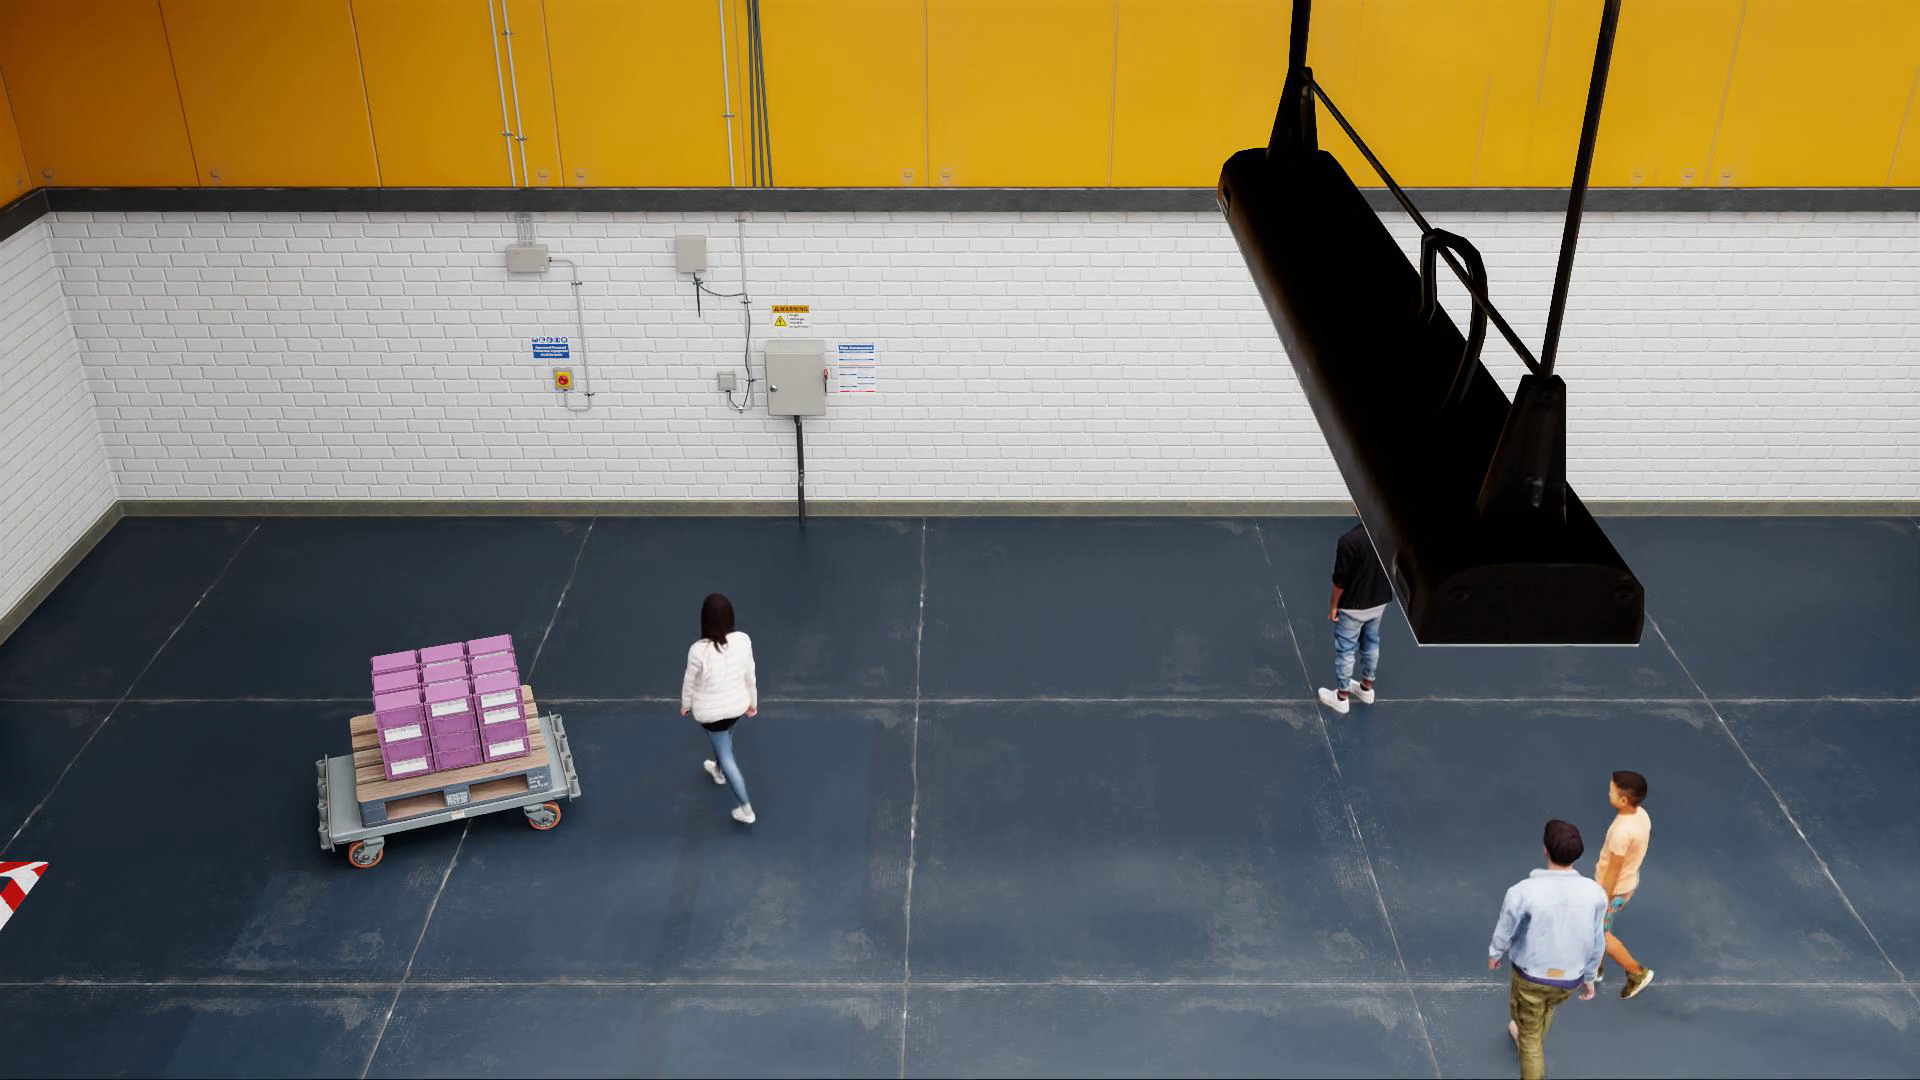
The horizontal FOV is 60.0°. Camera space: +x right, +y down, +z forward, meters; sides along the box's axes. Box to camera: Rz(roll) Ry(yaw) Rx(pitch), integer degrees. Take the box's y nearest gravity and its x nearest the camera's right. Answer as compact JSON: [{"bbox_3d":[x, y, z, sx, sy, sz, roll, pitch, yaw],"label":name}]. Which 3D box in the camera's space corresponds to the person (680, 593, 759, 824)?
[{"bbox_3d":[-1.546,1.136,10.980,1.010,1.604,1.135,-20,35,-32],"label":"person"}]

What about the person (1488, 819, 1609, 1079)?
[{"bbox_3d":[3.062,2.310,8.639,0.683,1.786,0.937,0,29,0],"label":"person"}]

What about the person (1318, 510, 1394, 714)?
[{"bbox_3d":[2.934,0.415,12.090,0.774,1.808,0.749,-12,31,-21],"label":"person"}]

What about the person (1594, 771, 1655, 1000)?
[{"bbox_3d":[3.834,1.998,9.561,0.838,1.450,0.805,16,32,27],"label":"person"}]
